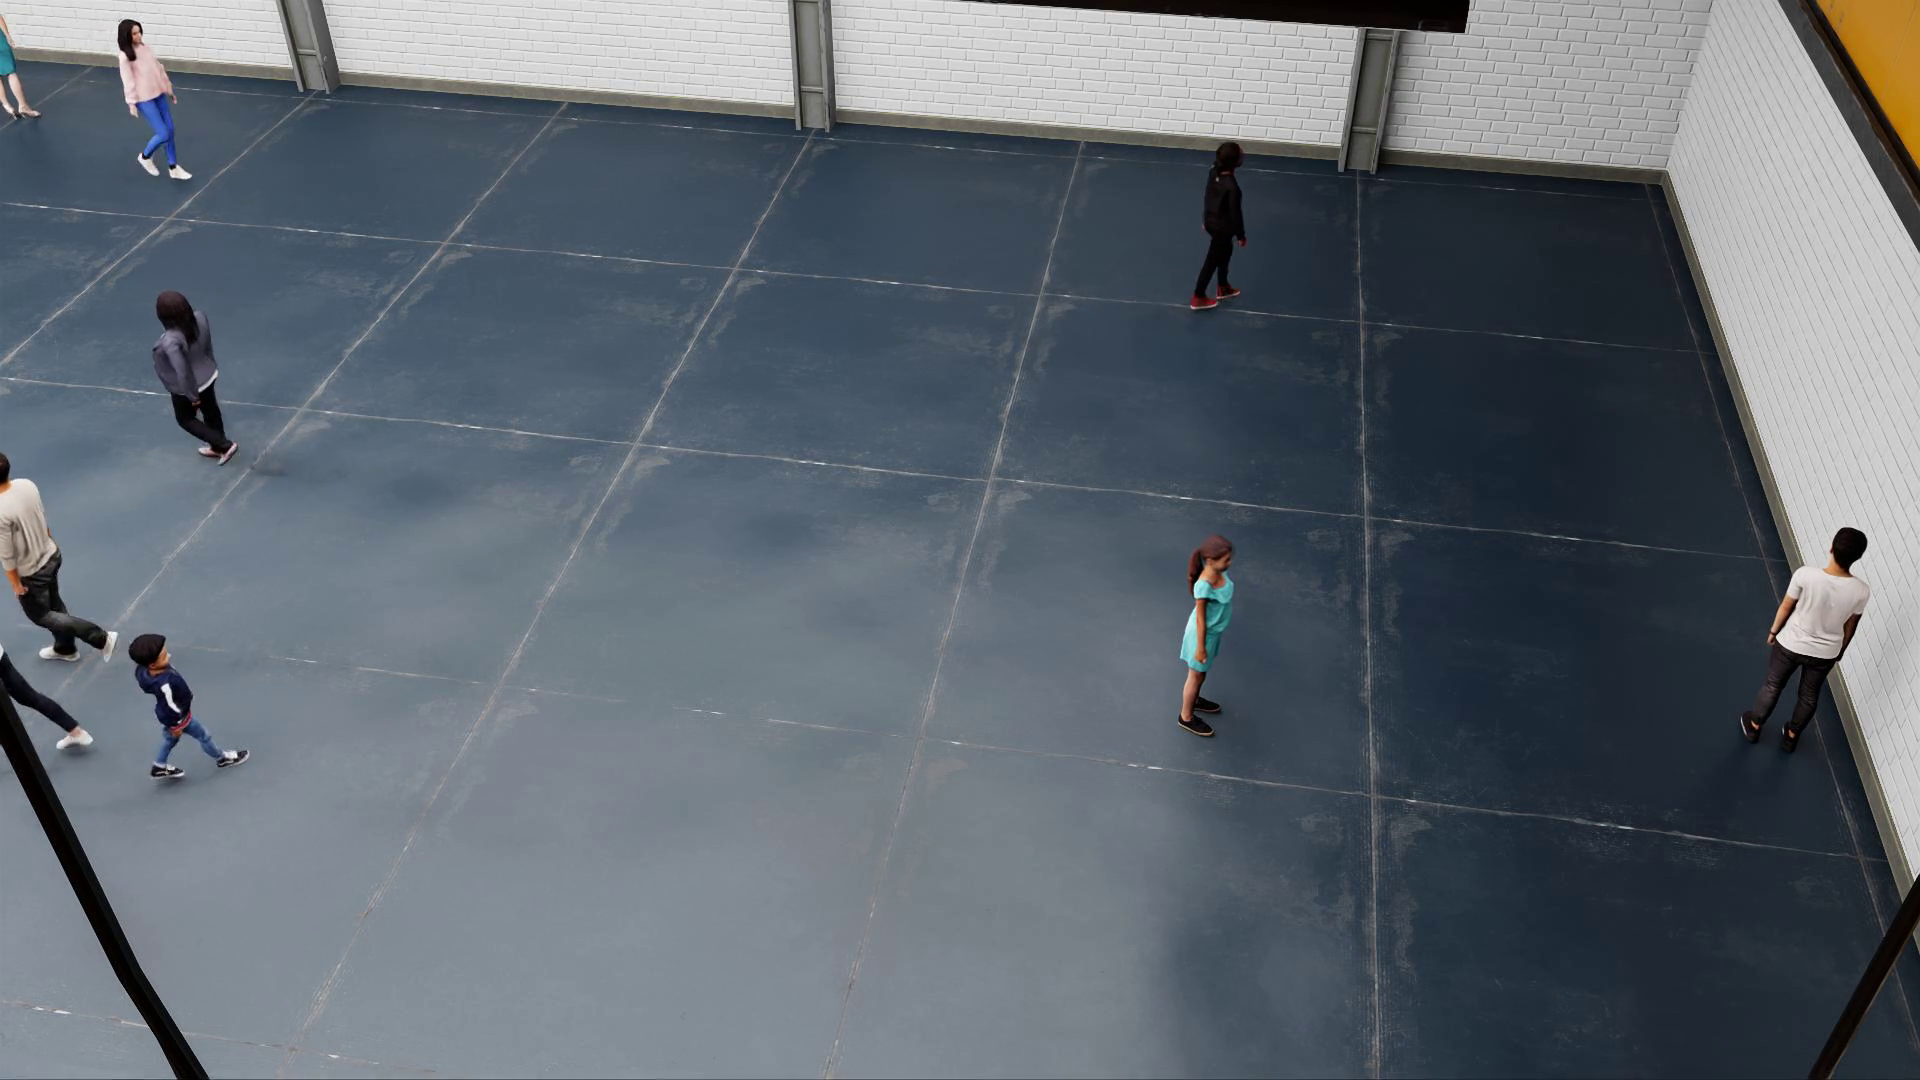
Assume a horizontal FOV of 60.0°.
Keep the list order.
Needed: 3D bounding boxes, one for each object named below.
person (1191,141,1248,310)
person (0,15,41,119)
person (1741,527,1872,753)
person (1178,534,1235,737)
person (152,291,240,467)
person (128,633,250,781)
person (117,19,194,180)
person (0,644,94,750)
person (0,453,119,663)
[{"bbox_3d":[2.286,-2.813,15.091,0.904,1.656,0.810,-13,40,-15],"label":"person"},{"bbox_3d":[-10.663,-5.469,18.398,0.554,1.678,0.701,-3,39,-4],"label":"person"},{"bbox_3d":[5.468,0.649,10.708,0.533,1.716,0.718,15,41,18],"label":"person"},{"bbox_3d":[1.607,0.595,10.901,0.600,1.559,0.590,14,41,16],"label":"person"},{"bbox_3d":[-6.032,-1.267,13.214,0.751,1.583,0.676,8,39,10],"label":"person"},{"bbox_3d":[-5.060,1.081,10.578,0.895,1.202,0.812,-20,43,-23],"label":"person"},{"bbox_3d":[-8.437,-4.536,17.171,0.759,1.751,0.704,9,40,11],"label":"person"},{"bbox_3d":[-6.103,0.813,10.557,1.214,1.648,0.821,-3,39,-4],"label":"person"},{"bbox_3d":[-6.183,0.162,11.253,0.931,1.796,0.694,3,39,4],"label":"person"}]
